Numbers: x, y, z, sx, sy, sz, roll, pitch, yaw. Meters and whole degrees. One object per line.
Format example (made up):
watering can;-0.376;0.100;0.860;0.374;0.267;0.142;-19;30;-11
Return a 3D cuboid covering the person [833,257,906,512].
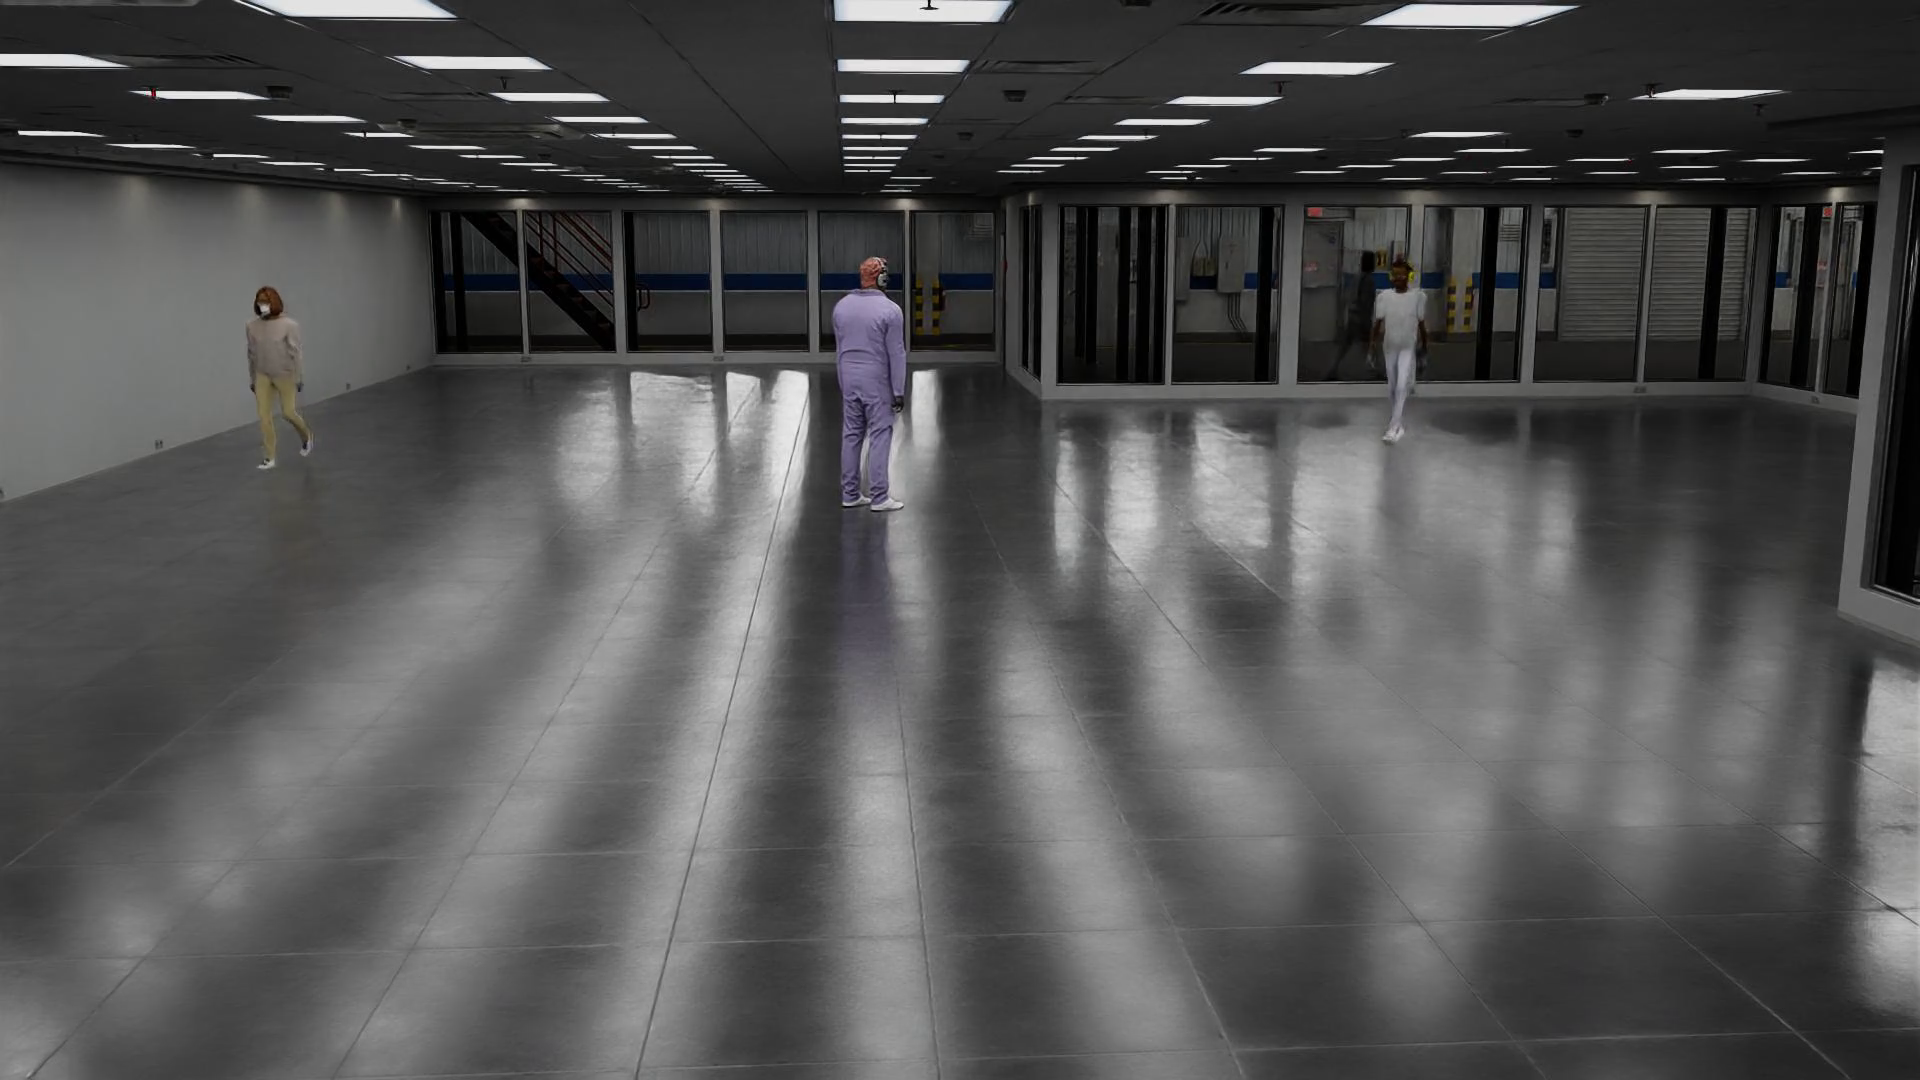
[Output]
person;-0.651;-1.164;12.506;0.635;1.900;0.397;7;13;34

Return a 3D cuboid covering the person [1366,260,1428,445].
person;4.326;-1.860;16.484;0.560;1.816;1.001;6;12;30

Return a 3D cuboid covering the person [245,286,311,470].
person;-6.080;-1.456;14.858;0.504;1.617;0.649;1;11;4
